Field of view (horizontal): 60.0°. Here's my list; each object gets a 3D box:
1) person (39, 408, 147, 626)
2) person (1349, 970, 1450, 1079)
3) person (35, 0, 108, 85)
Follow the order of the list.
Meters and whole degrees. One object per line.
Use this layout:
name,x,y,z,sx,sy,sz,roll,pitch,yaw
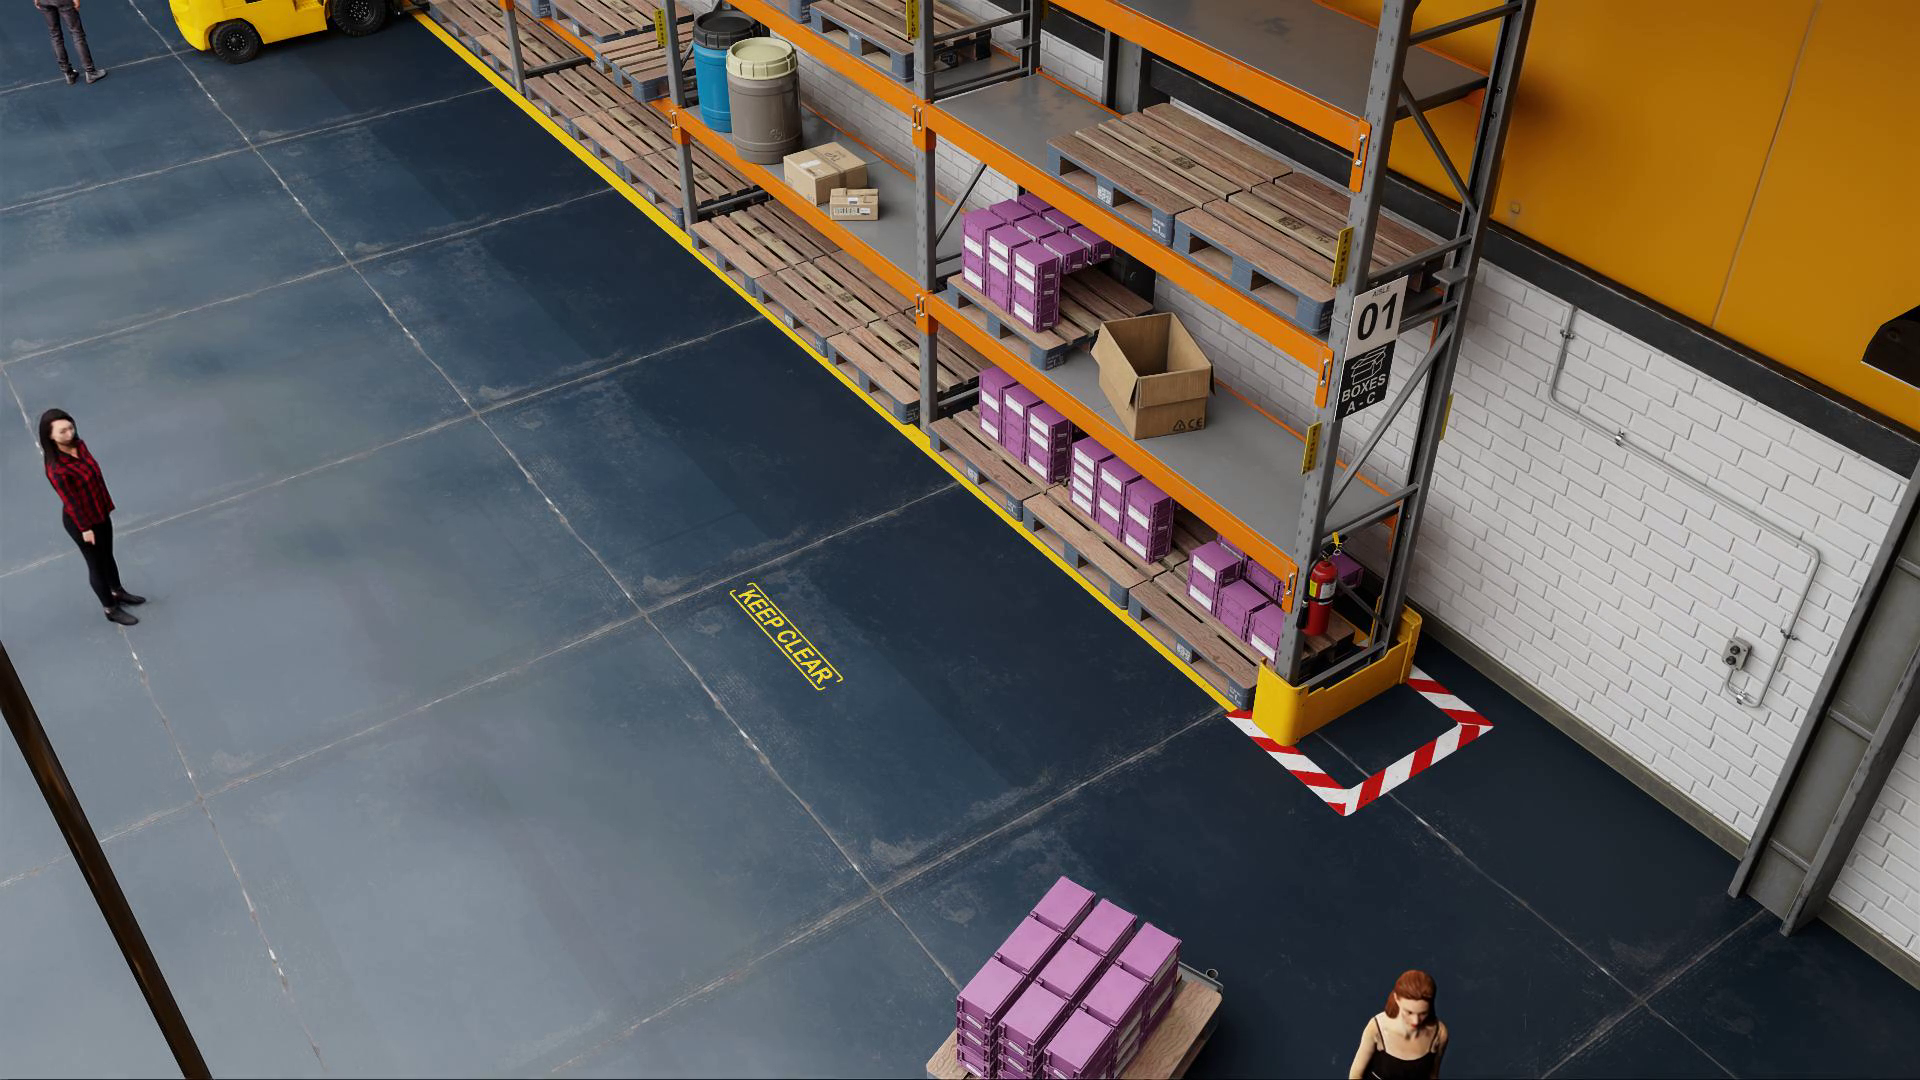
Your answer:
person,-5.811,-0.156,11.044,0.721,1.654,0.614,-3,39,-4
person,1.981,2.550,7.679,0.675,1.625,0.720,-1,39,-1
person,-9.827,-5.885,18.043,0.713,1.871,0.729,-1,39,-2
